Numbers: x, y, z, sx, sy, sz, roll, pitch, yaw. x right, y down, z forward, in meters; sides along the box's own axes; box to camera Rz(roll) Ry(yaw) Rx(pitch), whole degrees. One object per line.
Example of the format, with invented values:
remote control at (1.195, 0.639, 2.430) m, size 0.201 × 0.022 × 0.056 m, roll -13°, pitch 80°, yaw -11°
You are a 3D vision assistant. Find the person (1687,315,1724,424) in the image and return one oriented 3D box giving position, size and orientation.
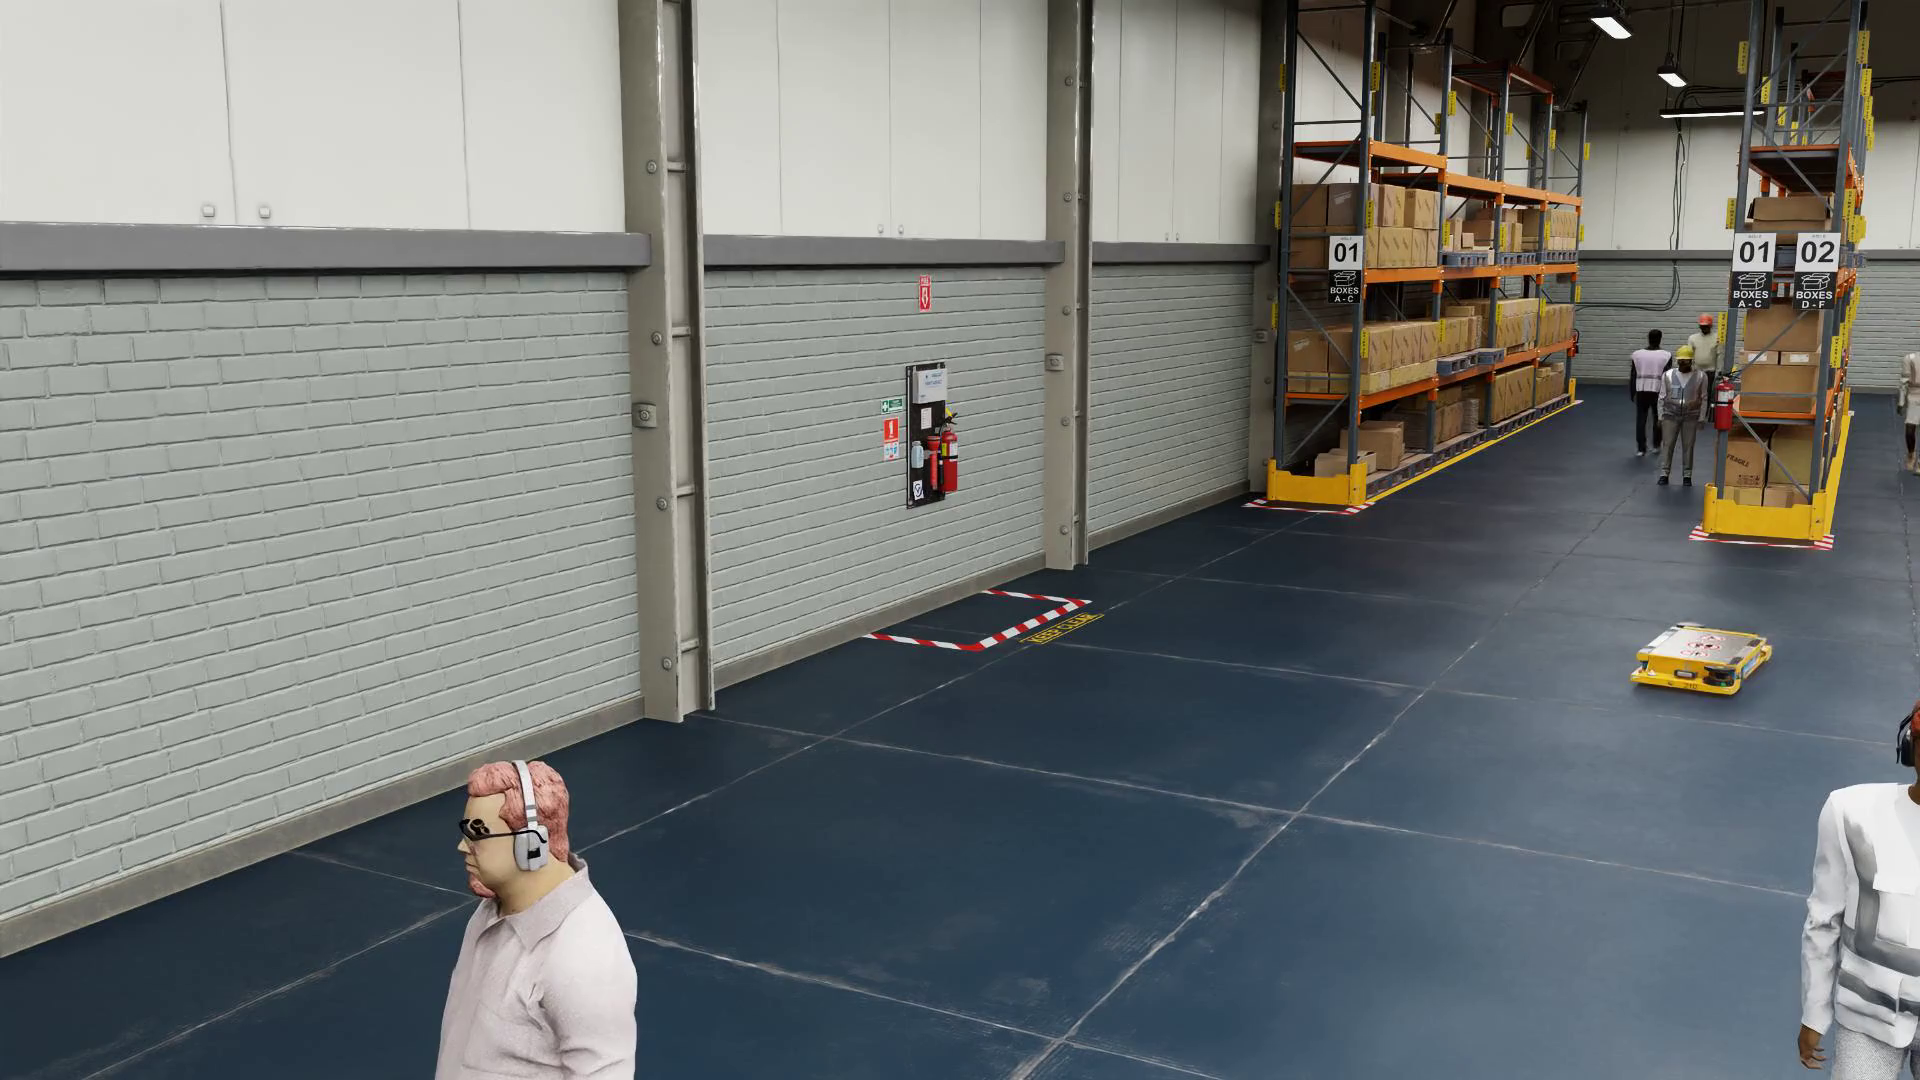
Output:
person at (13.217, -3.025, 29.615) m, size 0.628 × 1.943 × 1.005 m, roll 6°, pitch 11°, yaw 32°

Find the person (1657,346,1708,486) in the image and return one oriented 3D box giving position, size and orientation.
person at (9.425, -1.619, 21.729) m, size 0.599 × 1.830 × 0.404 m, roll 5°, pitch 11°, yaw 25°

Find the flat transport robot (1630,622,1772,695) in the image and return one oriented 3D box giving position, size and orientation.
flat transport robot at (5.335, 0.835, 11.926) m, size 0.652 × 0.197 × 1.431 m, roll 7°, pitch 12°, yaw 35°

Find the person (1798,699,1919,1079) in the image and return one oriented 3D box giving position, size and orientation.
person at (2.554, 1.306, 4.446) m, size 0.573 × 1.887 × 0.355 m, roll 5°, pitch 11°, yaw 26°

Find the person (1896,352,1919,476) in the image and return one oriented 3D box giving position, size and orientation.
person at (13.135, -1.877, 22.655) m, size 0.642 × 2.028 × 0.424 m, roll 6°, pitch 11°, yaw 30°

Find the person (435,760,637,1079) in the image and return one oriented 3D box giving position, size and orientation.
person at (-0.960, 1.418, 3.733) m, size 0.409 × 1.907 × 0.651 m, roll -6°, pitch 12°, yaw -32°

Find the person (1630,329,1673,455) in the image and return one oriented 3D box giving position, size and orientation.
person at (10.480, -2.241, 25.226) m, size 0.595 × 1.889 × 0.851 m, roll 6°, pitch 11°, yaw 29°
